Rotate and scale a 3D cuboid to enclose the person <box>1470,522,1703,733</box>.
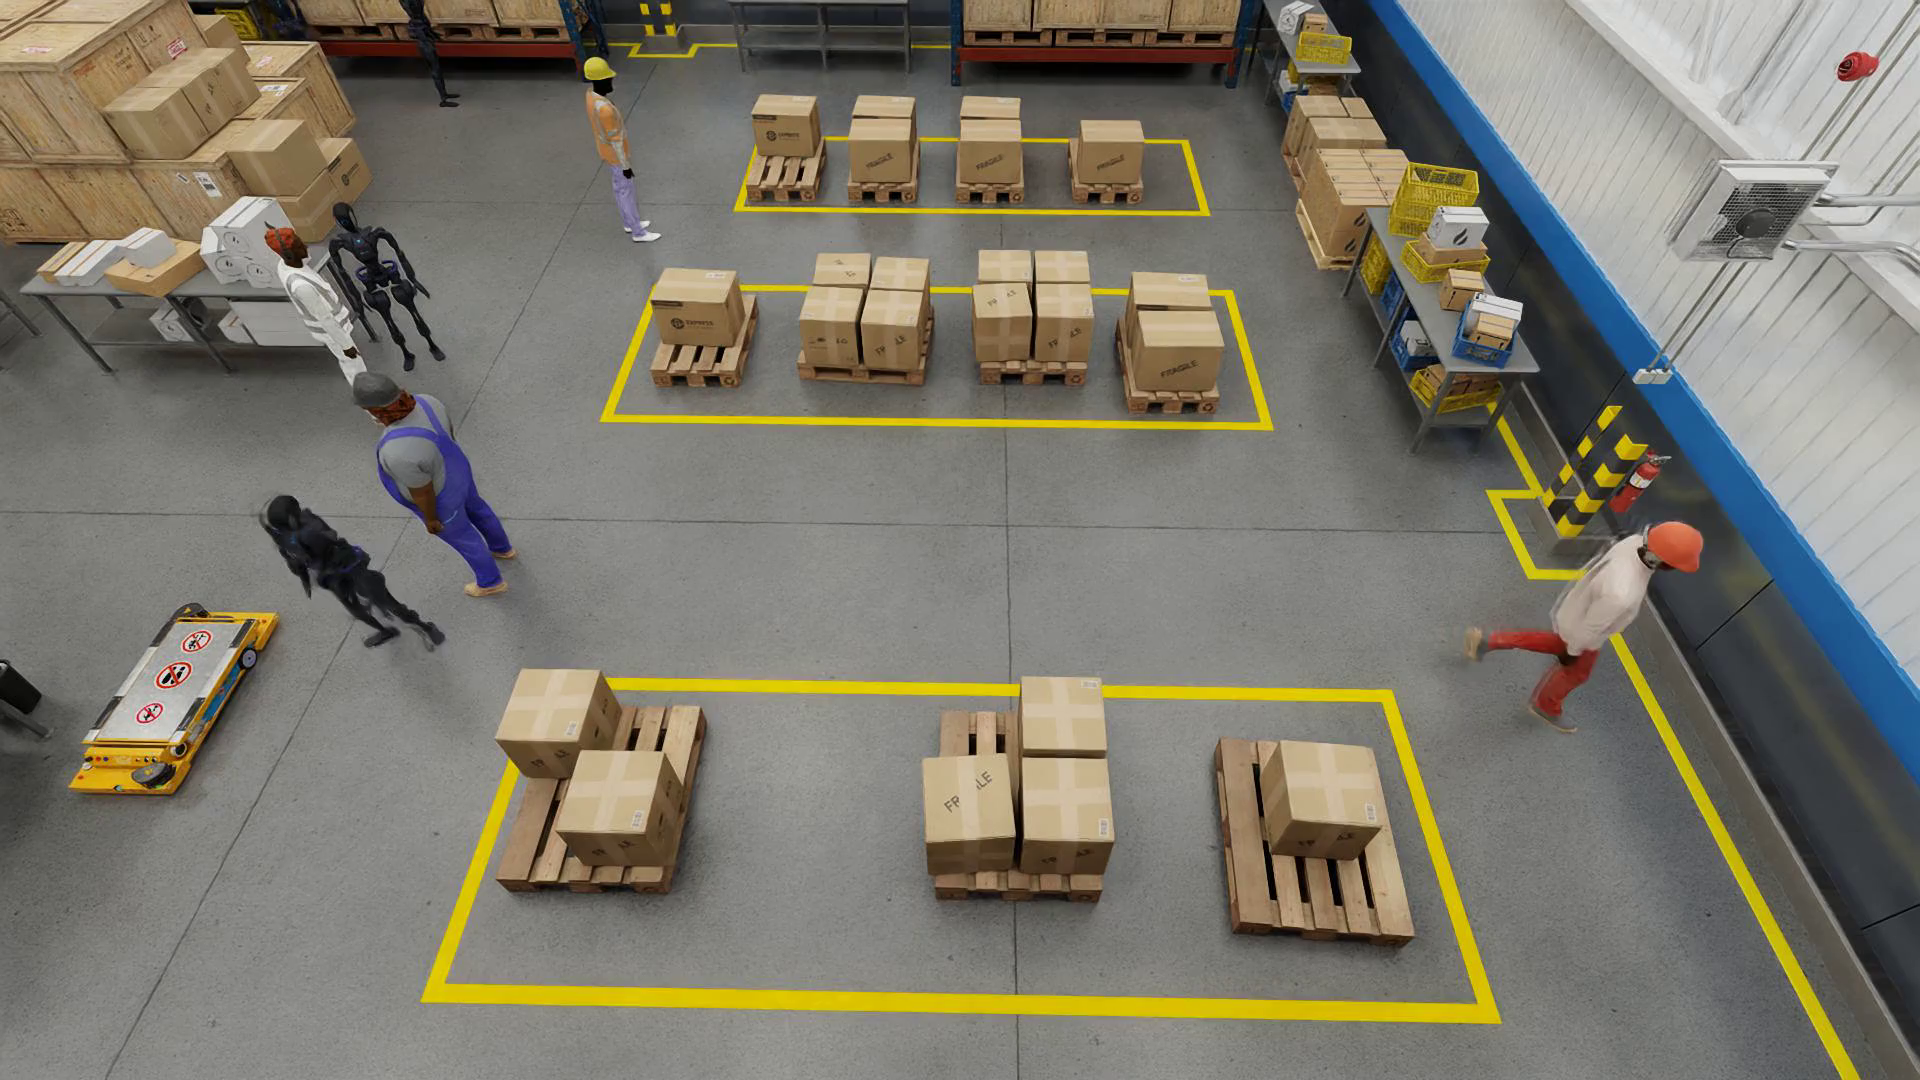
[{"bbox_3d":[3.955,0.501,5.842,0.802,1.952,0.631,28,55,21],"label":"person"}]

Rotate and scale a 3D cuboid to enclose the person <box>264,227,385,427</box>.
[{"bbox_3d":[-5.335,-1.791,7.824,0.337,1.882,0.583,-32,57,-24],"label":"person"}]

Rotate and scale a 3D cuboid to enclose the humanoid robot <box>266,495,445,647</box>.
[{"bbox_3d":[-4.175,0.272,6.210,0.718,1.630,0.488,5,50,4],"label":"humanoid robot"}]

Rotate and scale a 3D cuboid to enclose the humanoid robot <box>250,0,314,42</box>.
[{"bbox_3d":[-8.887,-6.652,12.111,0.636,1.605,0.791,-36,59,-27],"label":"humanoid robot"}]

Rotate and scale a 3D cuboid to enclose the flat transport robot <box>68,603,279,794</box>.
[{"bbox_3d":[-5.504,1.072,6.442,0.652,0.197,1.431,1,50,1],"label":"flat transport robot"}]

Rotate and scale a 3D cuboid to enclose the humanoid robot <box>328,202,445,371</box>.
[{"bbox_3d":[-5.253,-2.310,8.390,0.613,1.657,0.308,-25,54,-20],"label":"humanoid robot"}]

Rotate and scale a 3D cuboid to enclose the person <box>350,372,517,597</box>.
[{"bbox_3d":[-3.755,-0.379,6.528,0.536,2.000,0.687,-3,50,-2],"label":"person"}]

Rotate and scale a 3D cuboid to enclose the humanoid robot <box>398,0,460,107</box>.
[{"bbox_3d":[-7.001,-6.599,12.021,0.330,1.653,0.600,-11,51,-9],"label":"humanoid robot"}]

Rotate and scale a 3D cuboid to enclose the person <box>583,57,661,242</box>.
[{"bbox_3d":[-3.649,-4.137,9.781,0.384,1.927,0.587,-24,54,-19],"label":"person"}]
